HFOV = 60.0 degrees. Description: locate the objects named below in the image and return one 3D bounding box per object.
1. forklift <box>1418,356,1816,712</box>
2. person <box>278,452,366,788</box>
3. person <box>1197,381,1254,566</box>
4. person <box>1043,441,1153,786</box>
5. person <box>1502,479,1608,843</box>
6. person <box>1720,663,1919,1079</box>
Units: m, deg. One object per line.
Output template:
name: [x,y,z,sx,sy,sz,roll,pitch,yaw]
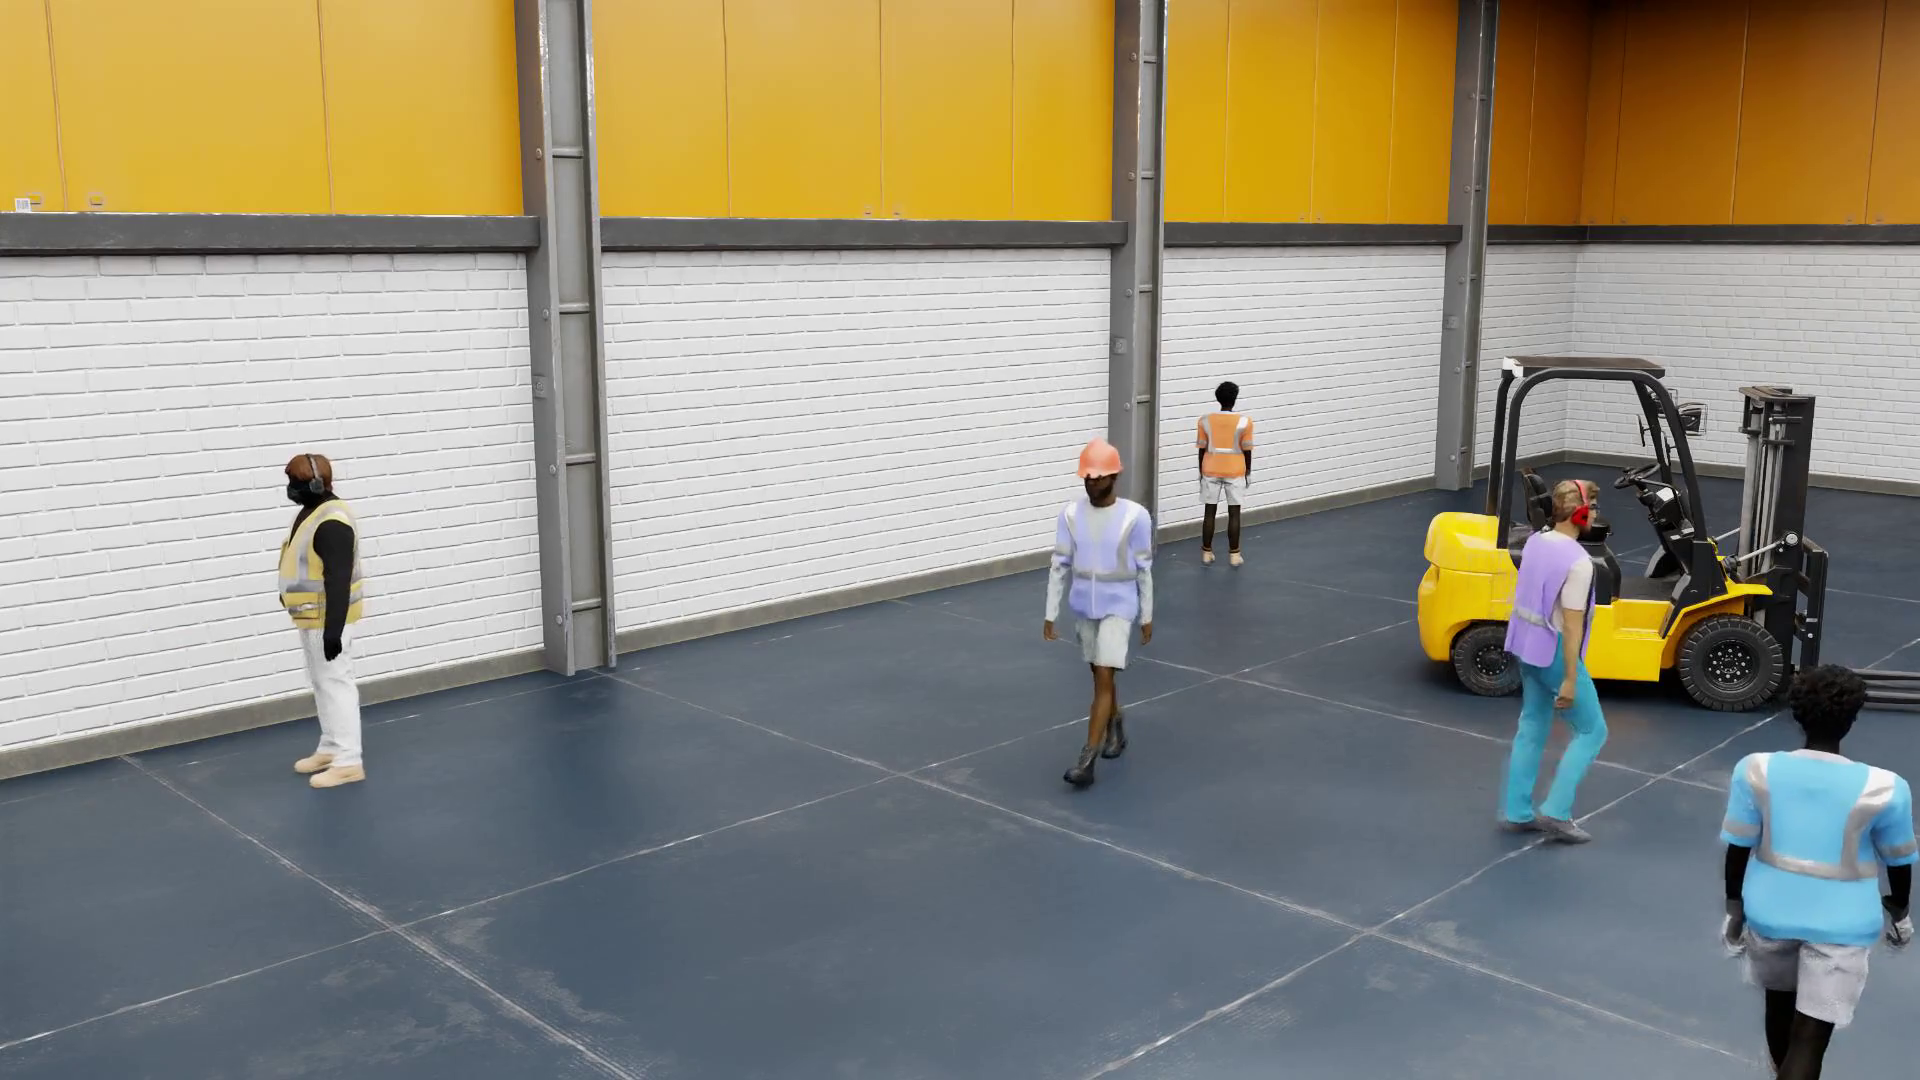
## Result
forklift: [4.276,-0.101,11.076,2.313,2.155,1.214,2,11,13]
person: [-3.510,0.429,9.156,0.429,1.840,0.637,-6,12,-31]
person: [2.422,-0.604,15.198,0.524,1.689,0.320,4,11,19]
person: [0.772,0.380,9.295,0.566,1.882,0.994,5,12,27]
person: [2.977,0.603,8.253,0.519,1.827,0.583,-2,11,-12]
person: [2.791,1.208,5.401,0.539,1.653,0.859,10,14,43]
